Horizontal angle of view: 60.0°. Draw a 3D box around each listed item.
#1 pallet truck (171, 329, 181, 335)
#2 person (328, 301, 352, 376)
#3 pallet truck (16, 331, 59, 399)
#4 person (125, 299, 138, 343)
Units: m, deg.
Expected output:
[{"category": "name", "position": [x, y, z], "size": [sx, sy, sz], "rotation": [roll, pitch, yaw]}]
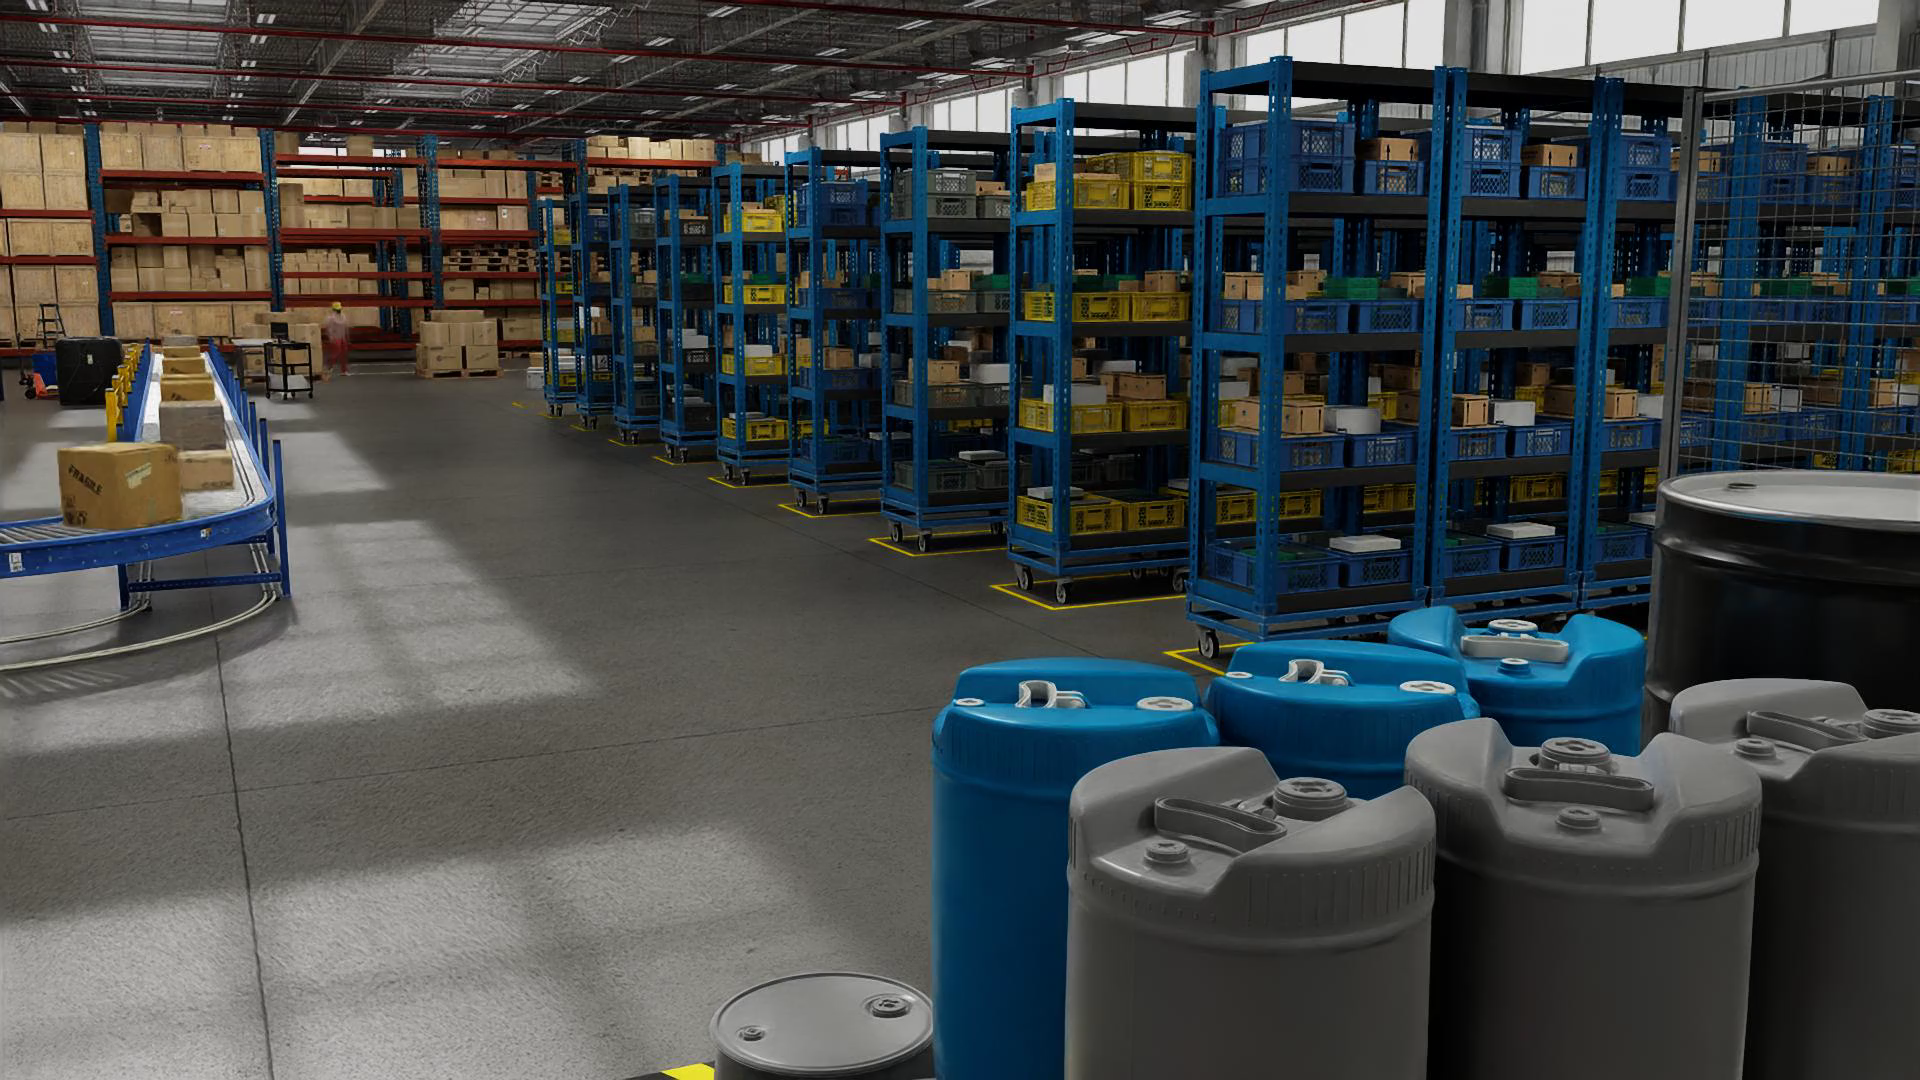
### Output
[{"category": "pallet truck", "position": [-17.275, -3.851, 35.096], "size": [1.601, 1.201, 0.680], "rotation": [0, 9, 1]}, {"category": "person", "position": [-14.338, -4.650, 38.420], "size": [0.401, 1.746, 0.566], "rotation": [4, 10, 22]}, {"category": "pallet truck", "position": [-17.082, -3.353, 31.781], "size": [1.630, 1.274, 0.653], "rotation": [-4, 10, -25]}, {"category": "person", "position": [-23.130, -5.943, 46.576], "size": [0.922, 1.721, 0.527], "rotation": [-6, 11, -31]}]
